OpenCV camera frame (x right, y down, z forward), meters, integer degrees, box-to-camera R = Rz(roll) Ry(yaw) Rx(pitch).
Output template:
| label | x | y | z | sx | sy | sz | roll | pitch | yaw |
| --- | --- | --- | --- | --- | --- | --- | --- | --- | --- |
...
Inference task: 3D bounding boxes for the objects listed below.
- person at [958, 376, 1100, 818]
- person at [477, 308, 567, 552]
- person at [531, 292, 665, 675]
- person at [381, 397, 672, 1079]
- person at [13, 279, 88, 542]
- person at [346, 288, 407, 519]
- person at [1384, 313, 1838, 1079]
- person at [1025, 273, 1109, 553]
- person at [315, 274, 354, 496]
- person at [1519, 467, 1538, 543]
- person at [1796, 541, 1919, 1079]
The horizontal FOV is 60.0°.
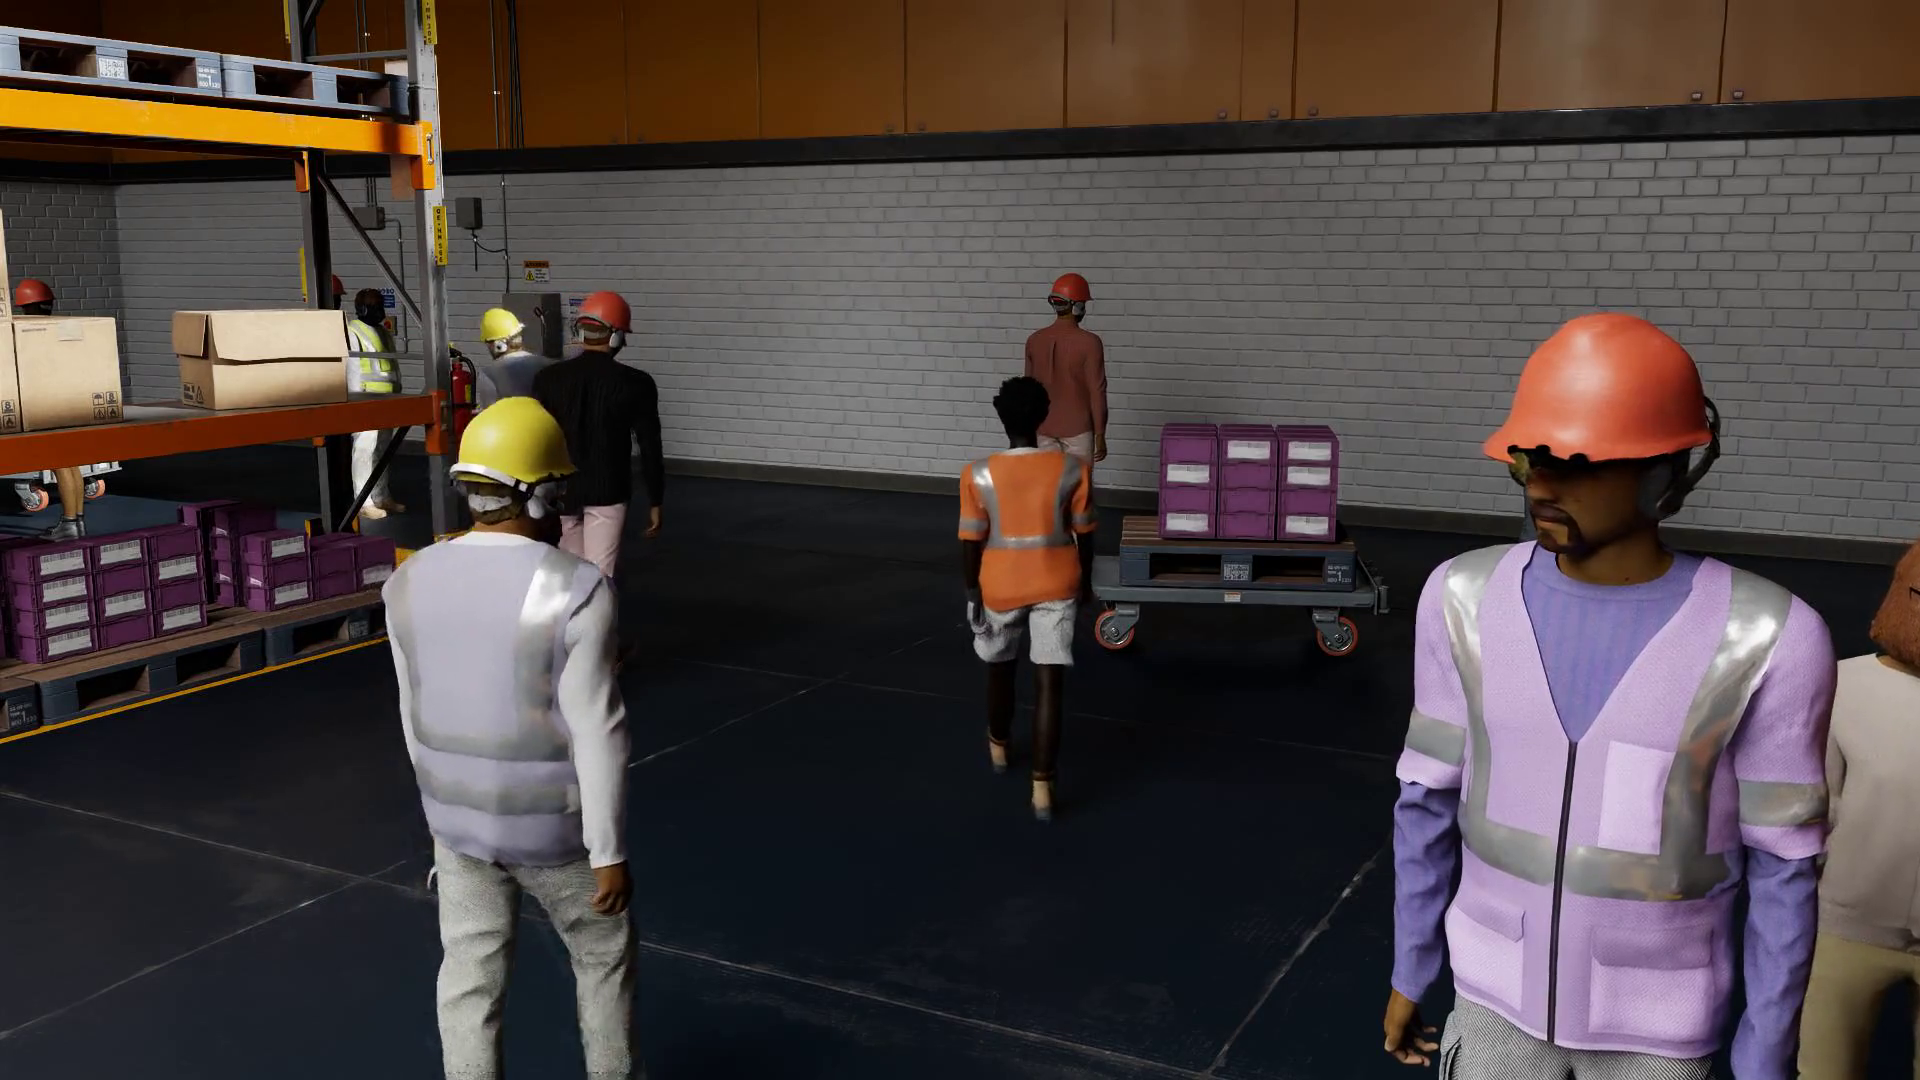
| label | x | y | z | sx | sy | sz | roll | pitch | yaw |
| --- | --- | --- | --- | --- | --- | --- | --- | --- | --- |
| person | 0.269 | 0.188 | 6.493 | 0.540 | 1.652 | 0.840 | 1 | 10 | 4 |
| person | -2.665 | -0.533 | 10.280 | 0.769 | 1.791 | 0.590 | 8 | 13 | 39 |
| person | -1.739 | -0.205 | 7.956 | 0.640 | 1.928 | 1.067 | 2 | 10 | 10 |
| person | -0.923 | 0.579 | 3.771 | 0.621 | 1.809 | 0.732 | 4 | 10 | 20 |
| person | -6.714 | -0.945 | 12.267 | 0.375 | 1.931 | 0.542 | -2 | 10 | -12 |
| person | -4.726 | -1.102 | 13.431 | 0.429 | 1.841 | 0.634 | 2 | 10 | 11 |
| person | 0.928 | 0.686 | 2.503 | 0.615 | 2.039 | 0.387 | 7 | 12 | 37 |
| person | 0.697 | -0.717 | 10.757 | 0.621 | 1.994 | 0.381 | 8 | 12 | 38 |
| person | -5.489 | -1.350 | 14.582 | 0.542 | 1.939 | 0.369 | 3 | 10 | 19 |
| person | 3.399 | -0.338 | 9.604 | 0.288 | 1.634 | 0.499 | 8 | 13 | 40 |
| person | 1.805 | 0.780 | 3.154 | 0.504 | 1.634 | 0.295 | 4 | 11 | 21 |
